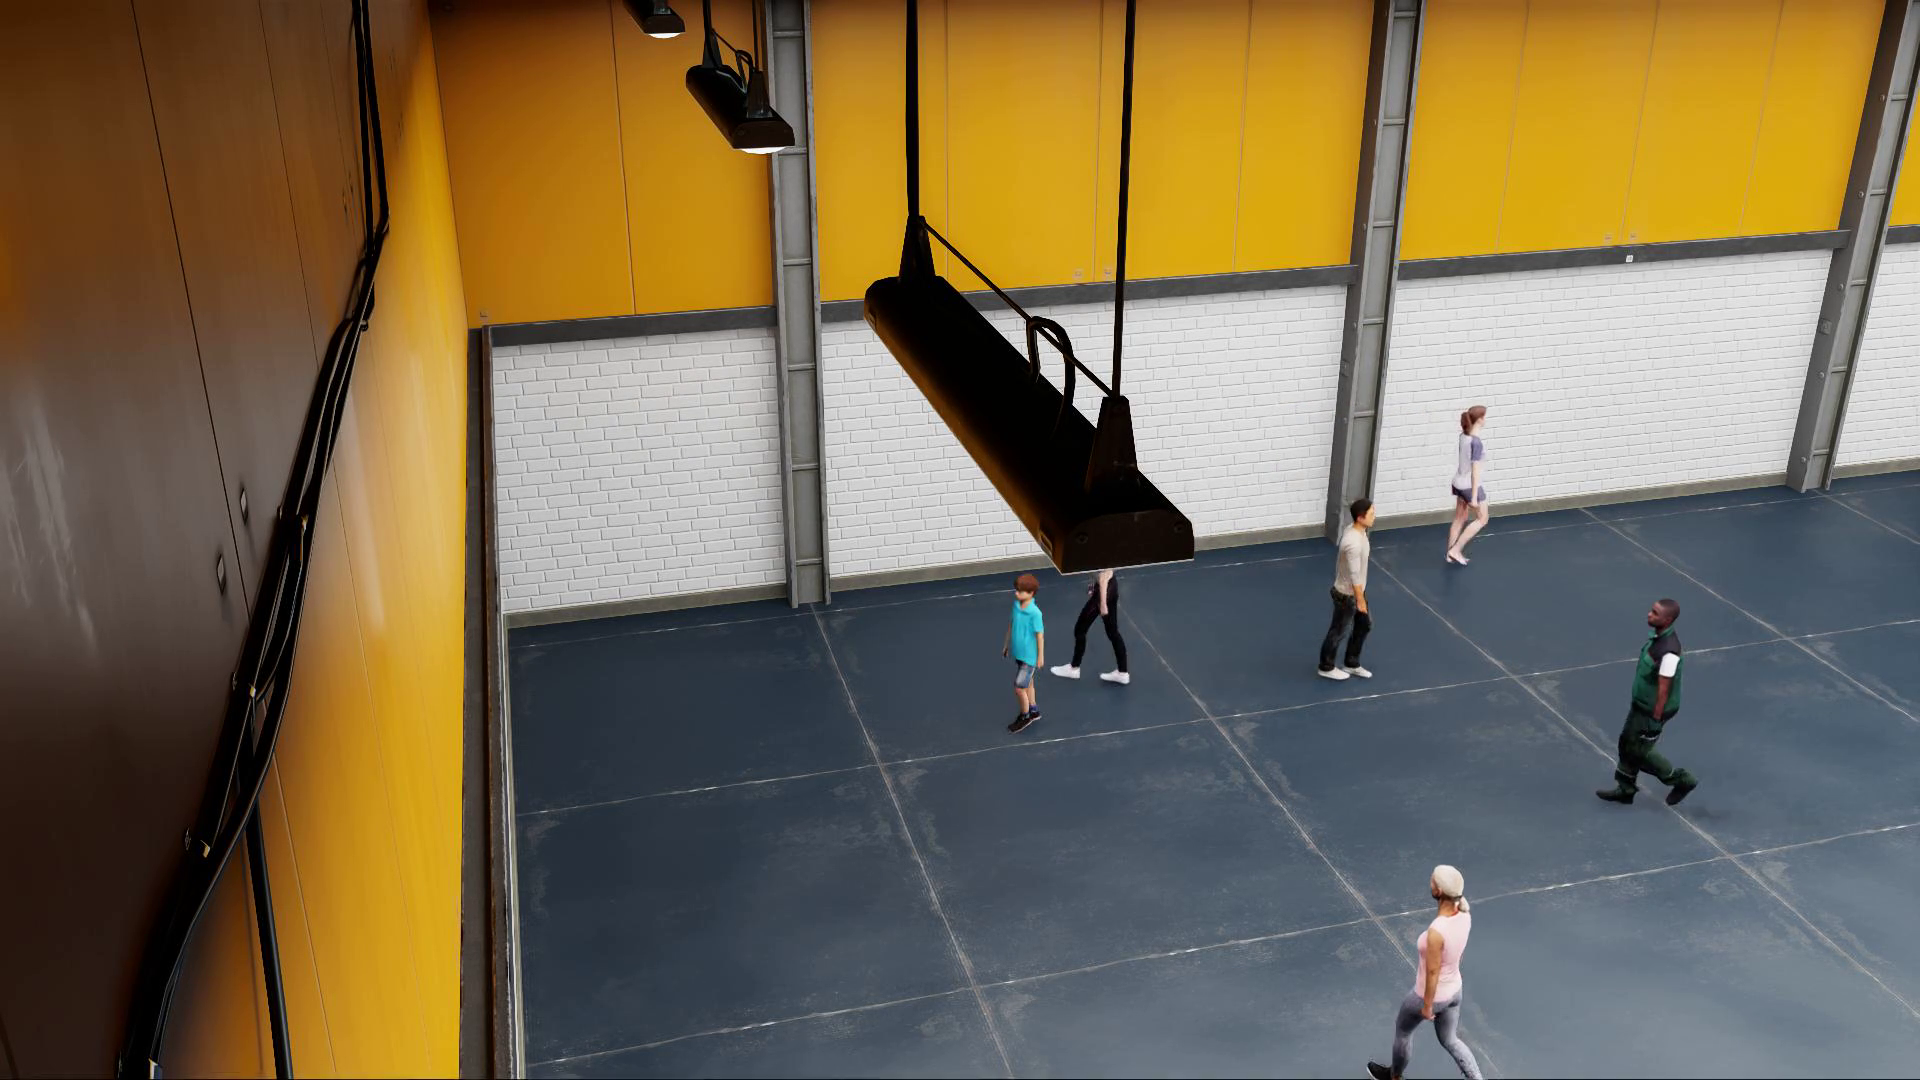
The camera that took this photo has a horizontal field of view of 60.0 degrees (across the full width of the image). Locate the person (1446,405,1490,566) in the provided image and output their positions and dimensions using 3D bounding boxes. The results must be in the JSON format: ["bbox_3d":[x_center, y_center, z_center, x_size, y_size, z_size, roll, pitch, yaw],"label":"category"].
[{"bbox_3d":[5.214,-0.548,17.348,0.615,1.752,0.609,-3,24,-8],"label":"person"}]

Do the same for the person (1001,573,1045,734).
[{"bbox_3d":[0.627,0.942,14.335,0.675,1.435,0.607,-13,27,-28],"label":"person"}]

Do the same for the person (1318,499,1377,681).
[{"bbox_3d":[3.419,0.445,15.022,0.897,1.796,0.849,8,25,17],"label":"person"}]

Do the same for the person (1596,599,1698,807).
[{"bbox_3d":[5.502,1.306,13.020,1.079,1.822,0.937,6,24,13],"label":"person"}]

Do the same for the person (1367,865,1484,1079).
[{"bbox_3d":[2.919,2.731,9.914,1.096,1.698,0.941,-19,30,-36],"label":"person"}]

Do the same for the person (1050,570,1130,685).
[{"bbox_3d":[1.393,0.519,14.948,1.045,1.719,0.882,7,24,15],"label":"person"}]
